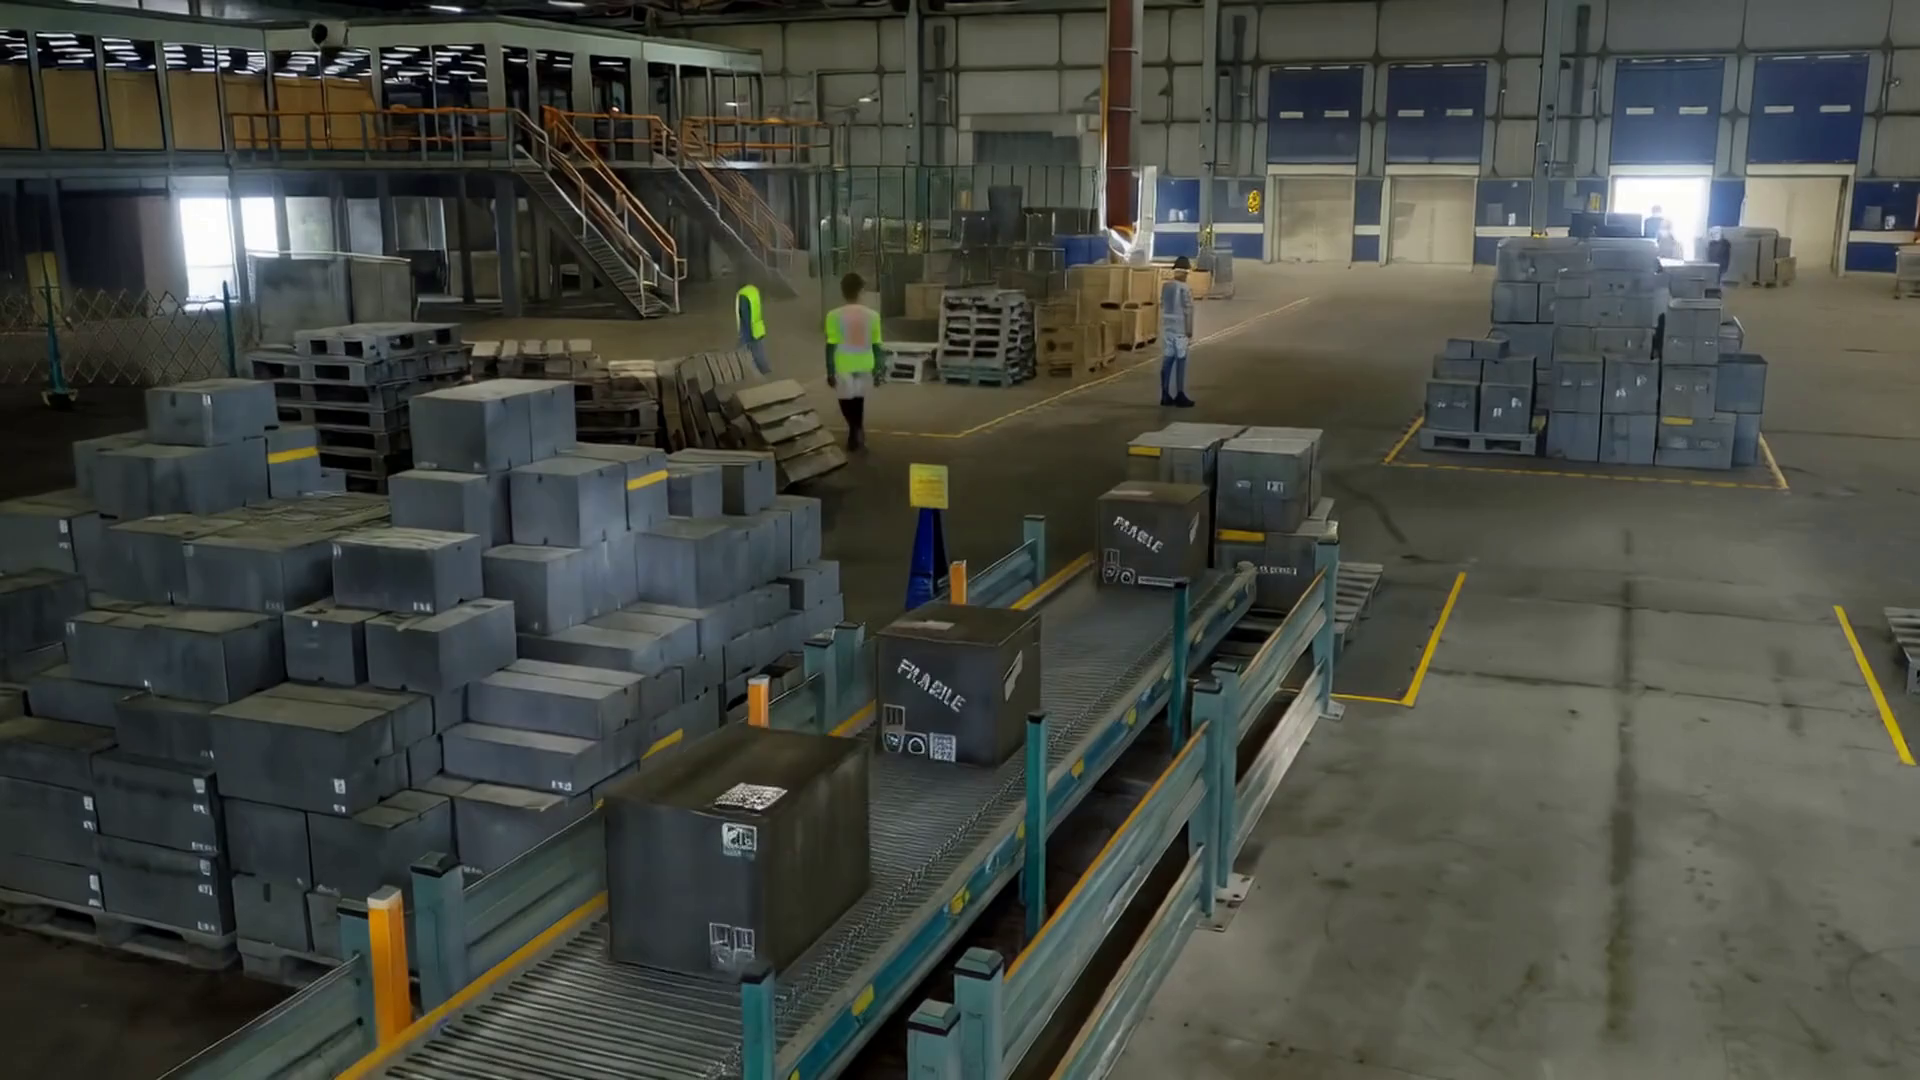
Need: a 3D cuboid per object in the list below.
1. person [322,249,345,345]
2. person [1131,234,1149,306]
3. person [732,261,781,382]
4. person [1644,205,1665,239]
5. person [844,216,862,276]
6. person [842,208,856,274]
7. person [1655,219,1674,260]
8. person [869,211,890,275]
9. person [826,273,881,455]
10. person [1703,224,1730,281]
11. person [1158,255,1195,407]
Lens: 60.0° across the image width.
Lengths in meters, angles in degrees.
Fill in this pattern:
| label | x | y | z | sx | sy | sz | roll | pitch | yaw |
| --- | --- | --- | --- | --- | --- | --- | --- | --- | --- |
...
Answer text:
| label | x | y | z | sx | sy | sz | roll | pitch | yaw |
| --- | --- | --- | --- | --- | --- | --- | --- | --- | --- |
| person | -9.980 | -3.765 | 26.597 | 0.533 | 1.767 | 0.327 | 12 | 17 | 43 |
| person | 3.249 | -4.650 | 30.350 | 0.506 | 1.860 | 0.538 | -1 | 13 | -5 |
| person | -2.613 | -2.577 | 21.005 | 0.883 | 1.892 | 0.605 | 1 | 13 | 5 |
| person | 19.847 | -8.554 | 47.560 | 0.624 | 1.991 | 0.381 | 1 | 13 | 3 |
| person | -3.008 | -8.145 | 46.333 | 0.491 | 1.724 | 0.584 | 11 | 17 | 41 |
| person | -3.219 | -8.659 | 48.132 | 0.398 | 1.945 | 0.616 | 4 | 13 | 18 |
| person | 15.894 | -6.261 | 37.485 | 0.915 | 1.910 | 0.549 | -4 | 13 | -16 |
| person | -2.275 | -8.563 | 47.956 | 0.595 | 1.850 | 0.954 | -9 | 15 | -34 |
| person | -1.103 | -1.828 | 17.515 | 0.609 | 1.943 | 0.752 | -5 | 14 | -23 |
| person | 15.287 | -5.444 | 33.782 | 0.527 | 1.922 | 0.636 | 0 | 13 | -2 |
| person | 2.782 | -2.669 | 21.295 | 0.364 | 1.936 | 0.542 | -10 | 16 | -37 |
